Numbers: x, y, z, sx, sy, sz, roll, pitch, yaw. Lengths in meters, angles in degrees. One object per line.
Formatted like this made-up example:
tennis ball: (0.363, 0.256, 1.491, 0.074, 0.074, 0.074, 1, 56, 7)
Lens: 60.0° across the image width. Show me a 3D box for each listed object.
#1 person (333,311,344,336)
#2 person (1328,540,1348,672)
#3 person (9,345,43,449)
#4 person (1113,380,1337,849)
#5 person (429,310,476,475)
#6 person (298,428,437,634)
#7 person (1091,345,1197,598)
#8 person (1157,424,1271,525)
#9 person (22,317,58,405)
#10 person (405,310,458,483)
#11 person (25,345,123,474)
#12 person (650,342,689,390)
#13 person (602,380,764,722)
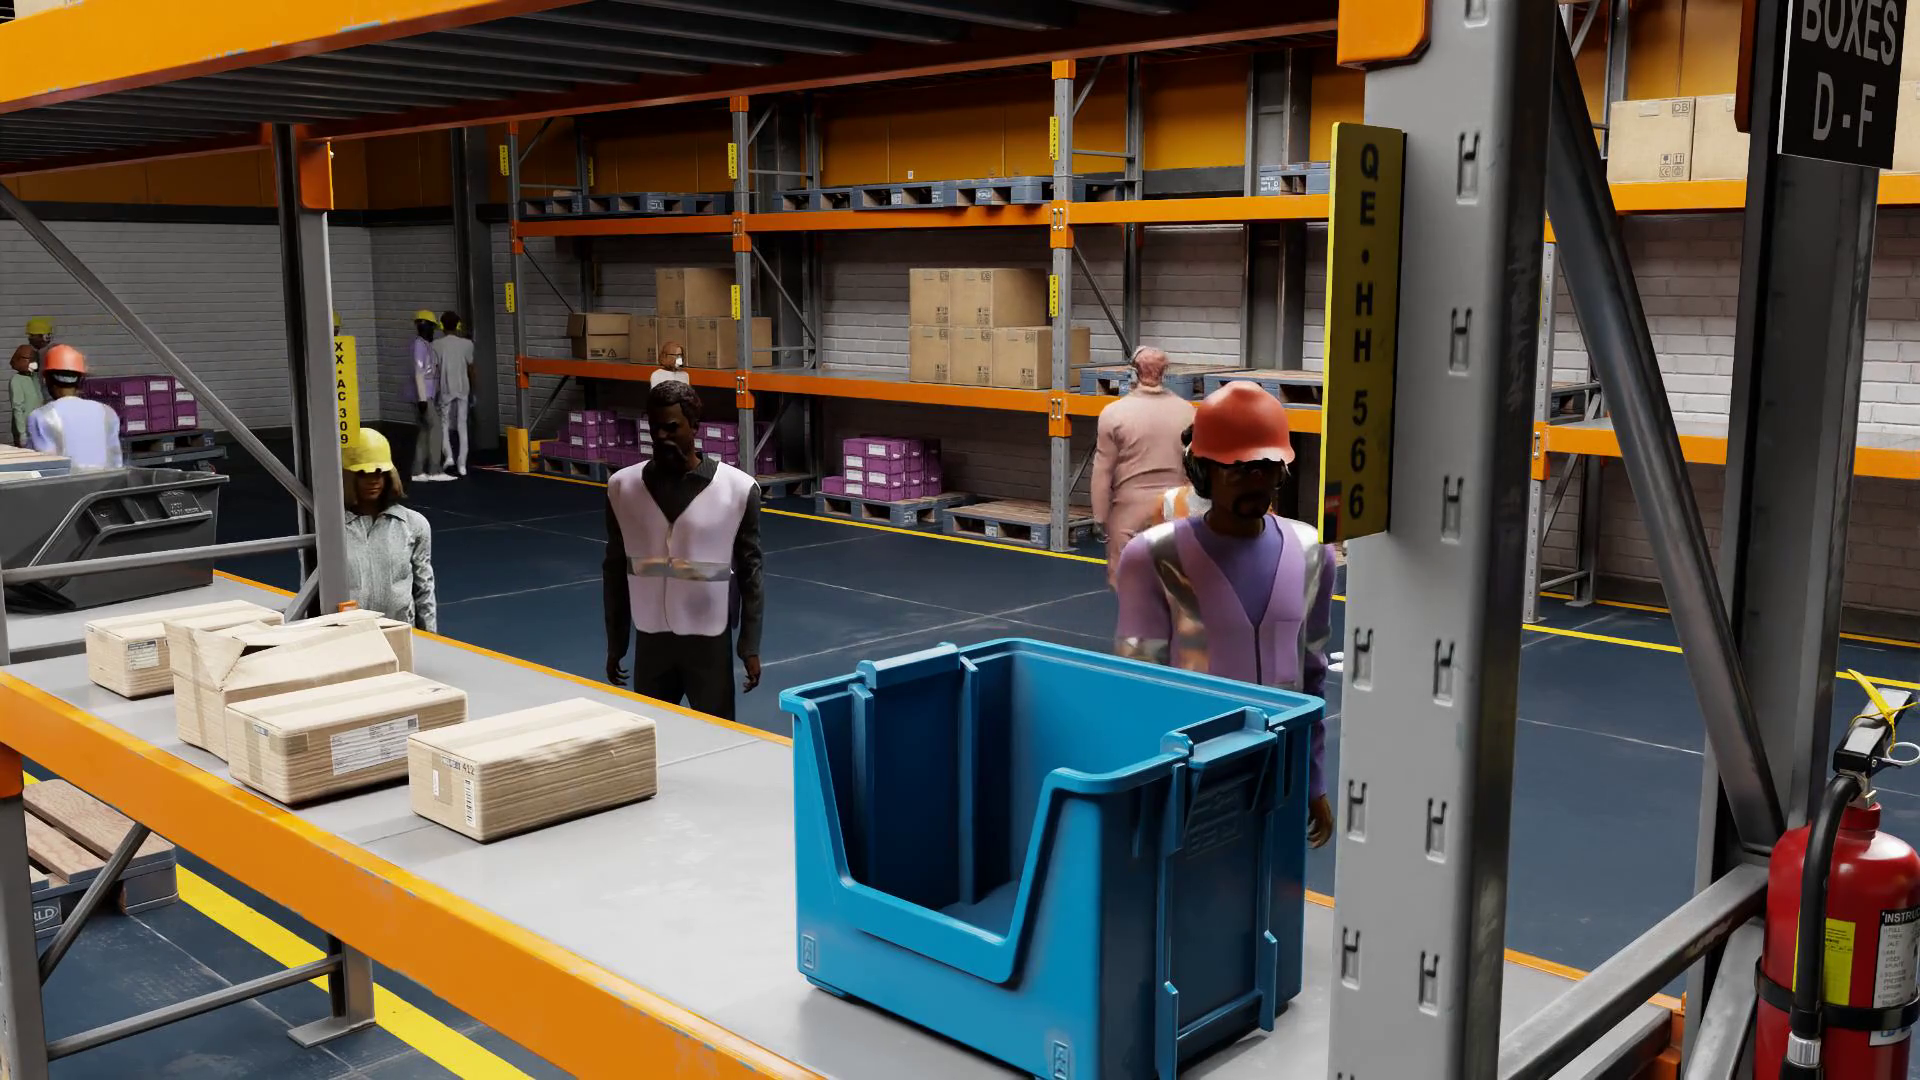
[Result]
person: (-7.431, -1.790, 19.659, 0.403, 1.822, 0.588, -3, 10, -19)
person: (2.289, -0.054, 9.587, 0.280, 1.633, 0.498, 3, 10, 17)
person: (-8.450, -0.956, 15.121, 0.286, 1.632, 0.501, -1, 9, -9)
person: (0.691, 0.615, 4.237, 0.614, 2.040, 0.391, -3, 10, -19)
person: (-5.702, -1.651, 18.734, 0.506, 1.852, 0.446, -4, 10, -22)
person: (-2.195, 0.443, 6.225, 0.485, 1.737, 0.346, -6, 11, -33)
person: (1.071, -0.164, 9.505, 0.649, 1.886, 0.737, -3, 10, -19)
person: (1.089, 0.338, 7.007, 0.634, 1.694, 0.341, 5, 11, 30)
person: (-9.880, -1.499, 17.967, 0.642, 1.790, 0.747, 7, 12, 38)
person: (-5.719, -1.551, 18.051, 0.595, 1.866, 0.663, -2, 10, -13)
person: (-5.070, -0.176, 9.610, 1.020, 1.877, 0.590, 6, 11, 34)
person: (-2.754, -1.078, 15.893, 0.276, 1.629, 0.498, 7, 11, 36)
person: (-1.019, 0.364, 6.159, 0.597, 1.916, 0.372, 1, 9, 7)
